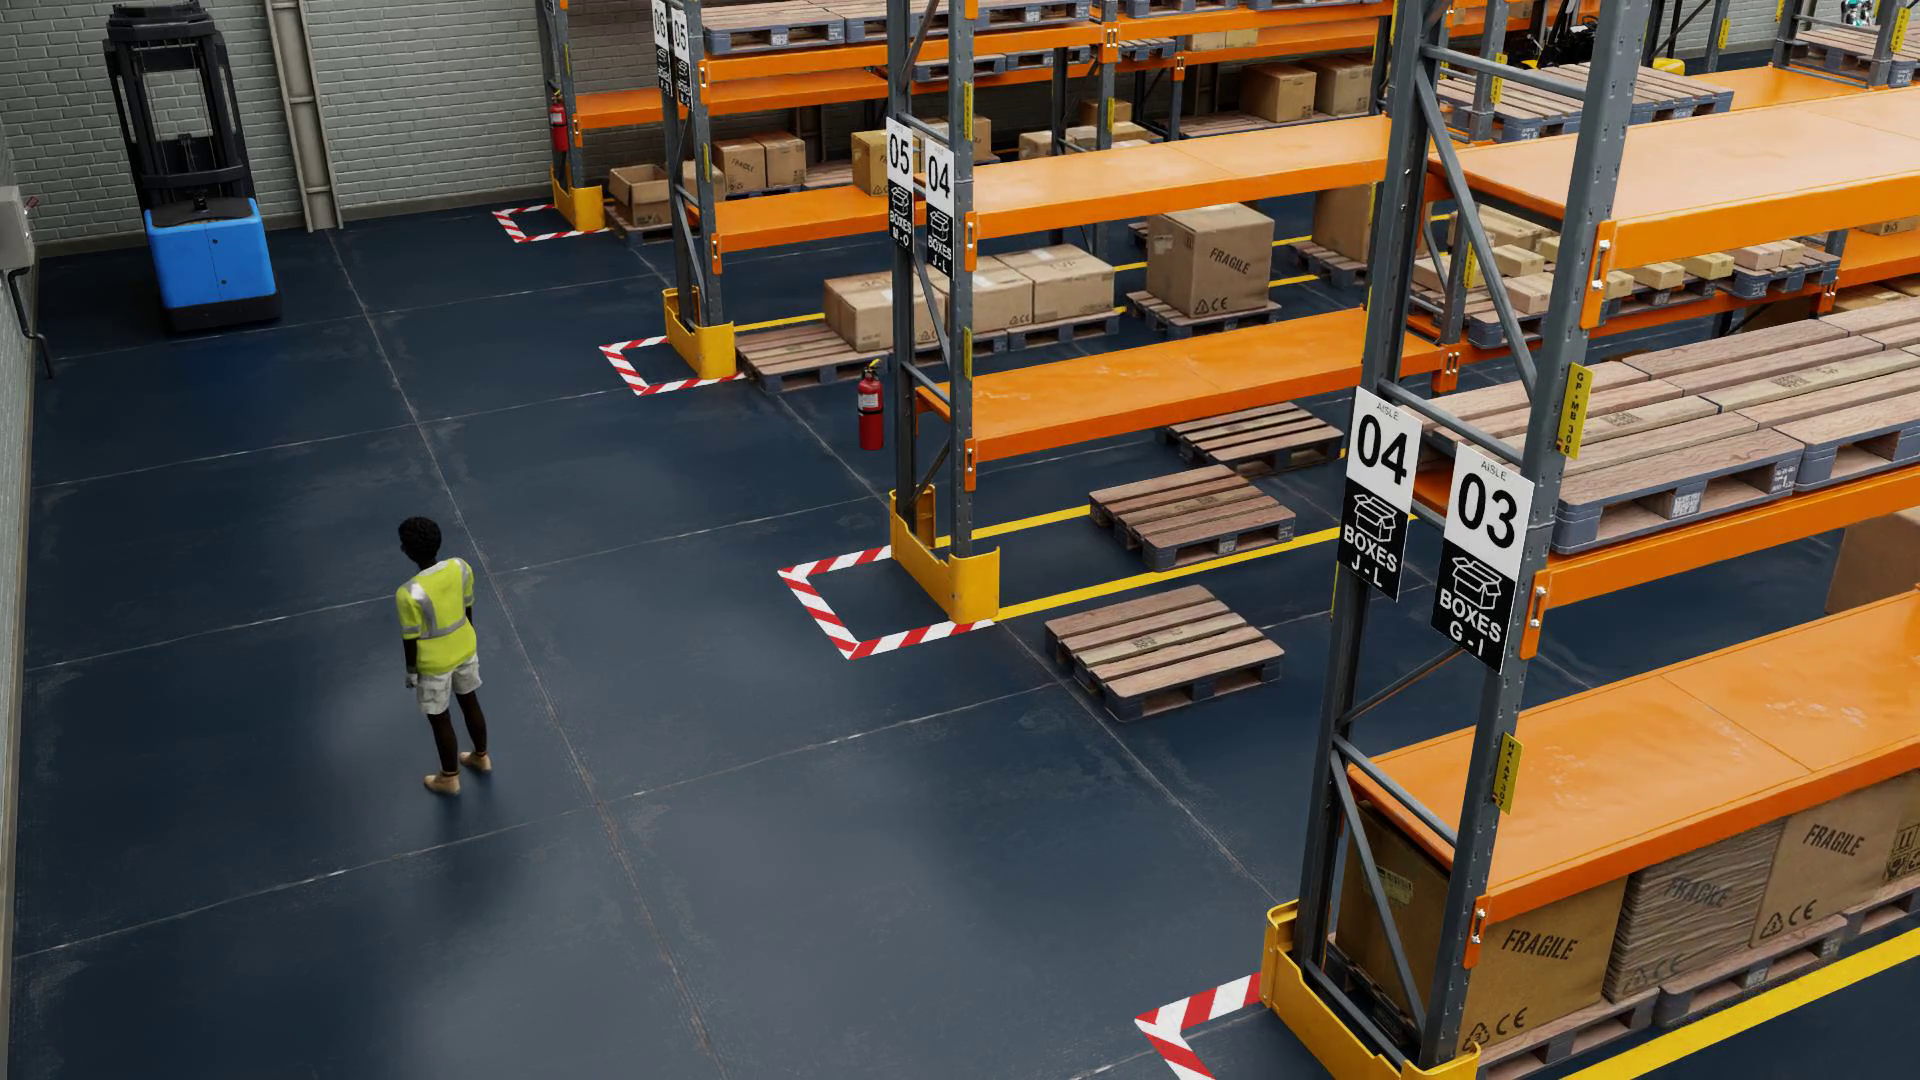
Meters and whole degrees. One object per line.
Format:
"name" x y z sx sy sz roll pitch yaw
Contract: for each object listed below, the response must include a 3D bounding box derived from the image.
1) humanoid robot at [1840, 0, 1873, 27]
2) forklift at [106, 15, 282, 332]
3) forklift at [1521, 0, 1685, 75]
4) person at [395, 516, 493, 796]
"humanoid robot" 14.008 -7.954 25.749 0.589 1.777 0.871 -6 28 -11
"forklift" -7.548 -3.672 16.323 1.129 2.768 1.873 -12 30 -22
"forklift" 8.950 -6.807 23.056 1.214 2.155 2.313 -12 30 -22
"person" -2.897 0.646 9.323 0.319 1.690 0.538 14 30 24
